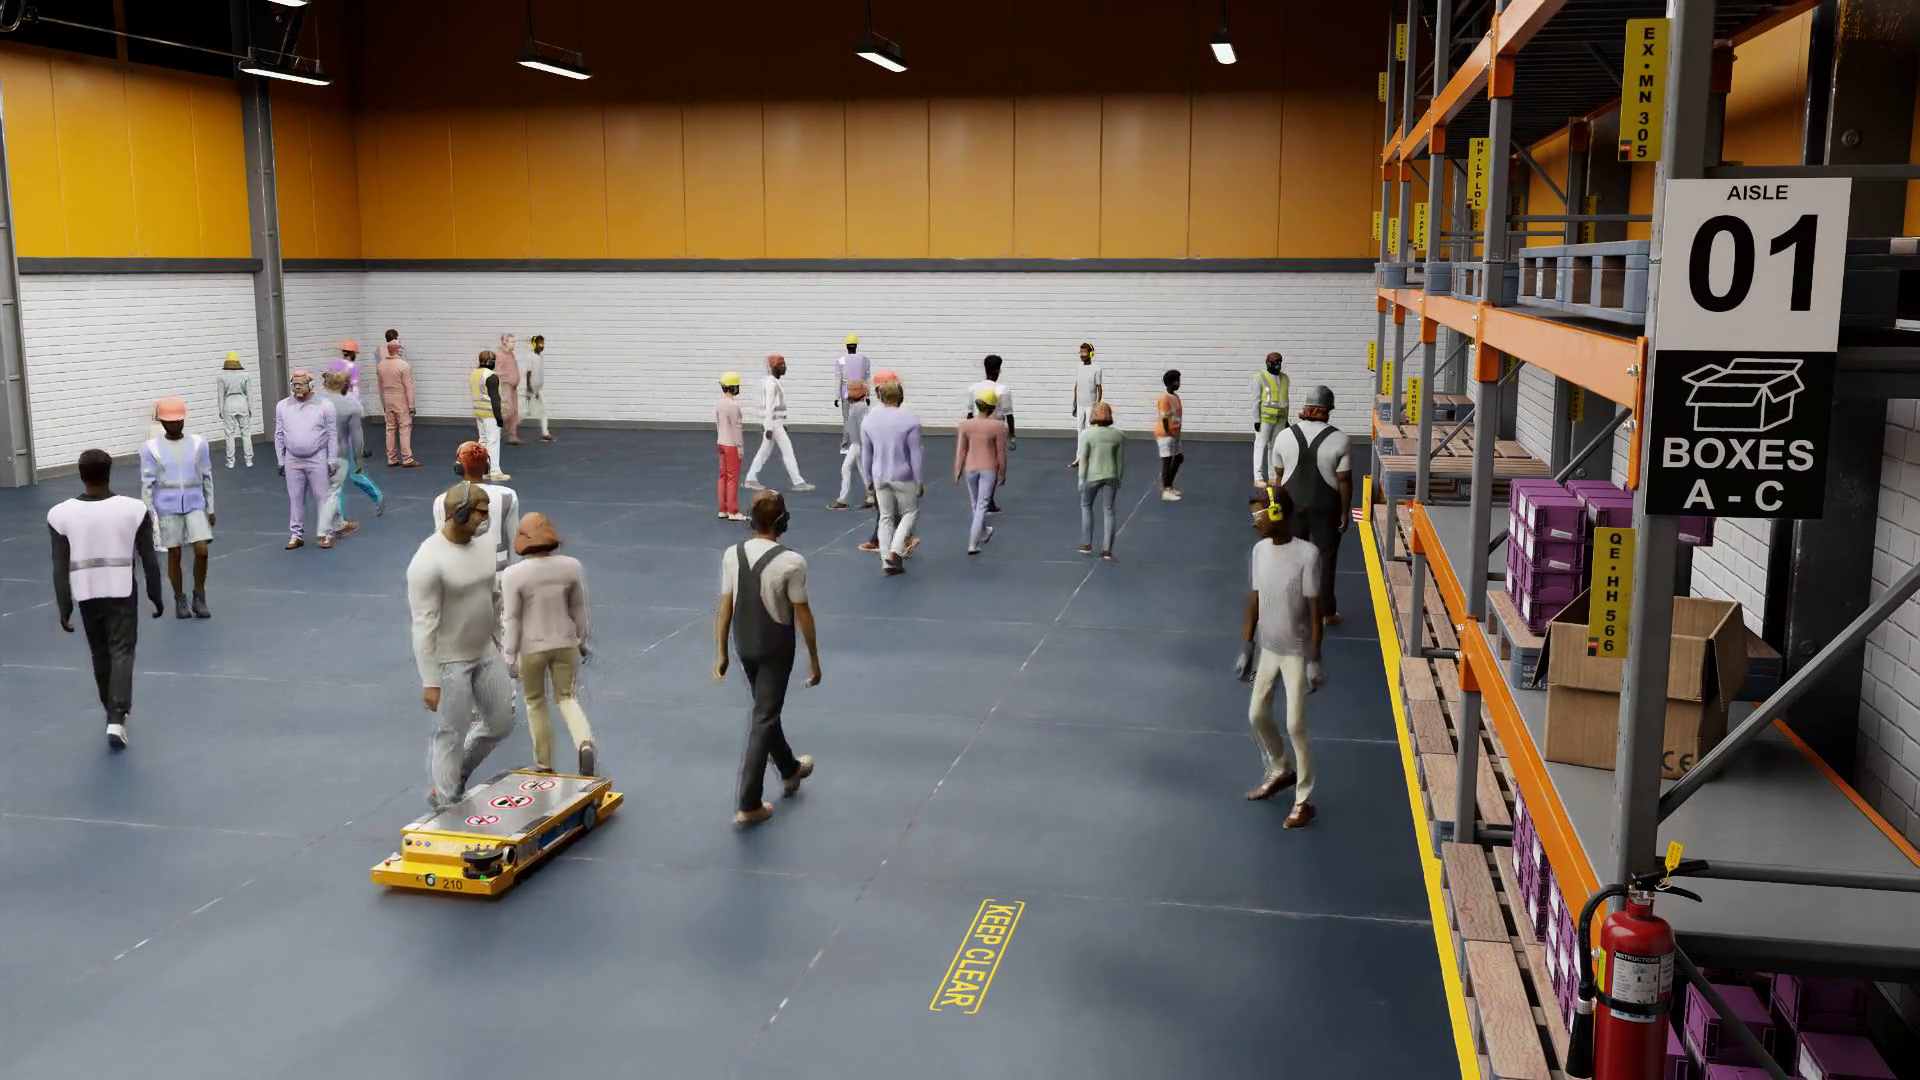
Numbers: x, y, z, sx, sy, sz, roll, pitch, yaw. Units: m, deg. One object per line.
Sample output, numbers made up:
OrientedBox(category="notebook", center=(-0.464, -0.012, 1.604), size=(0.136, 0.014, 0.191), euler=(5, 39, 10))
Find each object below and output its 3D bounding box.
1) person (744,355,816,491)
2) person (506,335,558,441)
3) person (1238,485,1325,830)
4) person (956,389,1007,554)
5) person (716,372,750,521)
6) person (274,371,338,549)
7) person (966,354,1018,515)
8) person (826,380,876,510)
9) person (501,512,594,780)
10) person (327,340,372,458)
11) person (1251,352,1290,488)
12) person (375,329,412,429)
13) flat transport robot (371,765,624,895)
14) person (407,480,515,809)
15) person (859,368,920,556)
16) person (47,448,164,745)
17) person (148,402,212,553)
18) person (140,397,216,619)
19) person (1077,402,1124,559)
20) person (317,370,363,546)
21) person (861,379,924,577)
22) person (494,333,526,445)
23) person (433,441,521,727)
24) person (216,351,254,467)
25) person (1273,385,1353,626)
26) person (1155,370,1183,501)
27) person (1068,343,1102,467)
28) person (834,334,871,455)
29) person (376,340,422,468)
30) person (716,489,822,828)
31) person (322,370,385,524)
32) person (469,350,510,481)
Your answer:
OrientedBox(category="person", center=(-2.471, -1.560, 22.263), size=(0.973, 1.835, 0.596), euler=(0, 9, -2))
OrientedBox(category="person", center=(-7.361, -2.605, 28.544), size=(0.846, 1.834, 0.537), euler=(3, 10, 17))
OrientedBox(category="person", center=(1.829, 0.621, 9.099), size=(0.438, 1.841, 0.609), euler=(-7, 12, -35))
OrientedBox(category="person", center=(0.257, -0.739, 17.639), size=(0.532, 1.705, 0.914), euler=(4, 10, 22))
OrientedBox(category="person", center=(-2.711, -1.111, 19.734), size=(0.308, 1.769, 0.524), euler=(-6, 11, -34))
OrientedBox(category="person", center=(-6.972, -0.850, 17.738), size=(0.643, 1.908, 0.408), euler=(-1, 9, -7))
OrientedBox(category="person", center=(0.400, -1.281, 20.196), size=(0.618, 1.947, 0.540), euler=(6, 11, 34))
OrientedBox(category="person", center=(-1.370, -1.168, 20.568), size=(0.744, 1.607, 0.508), euler=(-1, 9, -7))
OrientedBox(category="person", center=(-2.362, 0.641, 9.633), size=(0.522, 1.608, 0.594), euler=(-7, 12, -38))
OrientedBox(category="person", center=(-9.504, -2.134, 25.650), size=(0.563, 1.864, 0.961), euler=(6, 11, 32))
OrientedBox(category="person", center=(4.251, -1.636, 22.668), size=(0.621, 1.845, 0.430), euler=(-5, 11, -29))
OrientedBox(category="person", center=(-10.394, -2.945, 30.555), size=(0.621, 1.845, 0.429), euler=(2, 10, 10))
OrientedBox(category="flat transport robot", center=(-2.361, 1.476, 8.643), size=(0.652, 0.197, 1.431), euler=(2, 10, 14))
OrientedBox(category="person", center=(-2.613, 0.645, 8.678), size=(0.401, 1.921, 0.702), euler=(4, 10, 24))
OrientedBox(category="person", center=(-0.732, -0.806, 17.292), size=(0.861, 1.969, 0.632), euler=(6, 11, 32))
OrientedBox(category="person", center=(-5.450, 0.351, 10.630), size=(0.600, 1.884, 0.997), euler=(-3, 10, -19))
OrientedBox(category="person", center=(-8.302, -0.679, 17.652), size=(0.518, 1.596, 0.849), euler=(7, 11, 34))
OrientedBox(category="person", center=(-6.612, -0.255, 14.114), size=(0.582, 1.912, 0.630), euler=(-6, 11, -33))
OrientedBox(category="person", center=(1.442, -0.633, 17.306), size=(0.531, 1.605, 0.675), euler=(-3, 10, -15))
OrientedBox(category="person", center=(-6.819, -0.891, 18.072), size=(0.691, 1.884, 0.903), euler=(2, 10, 9))
OrientedBox(category="person", center=(-0.637, -0.594, 16.137), size=(0.654, 1.923, 0.425), euler=(4, 10, 22))
OrientedBox(category="person", center=(-7.598, -2.506, 27.751), size=(0.523, 1.891, 0.661), euler=(1, 9, 7))
OrientedBox(category="person", center=(-3.167, 0.289, 10.951), size=(0.575, 1.882, 0.355), euler=(-7, 12, -38))
OrientedBox(category="person", center=(-10.863, -1.957, 24.916), size=(0.484, 1.737, 0.318), euler=(-6, 11, -34))
OrientedBox(category="person", center=(2.998, -0.302, 14.031), size=(0.677, 2.000, 0.535), euler=(5, 11, 28))
OrientedBox(category="person", center=(2.705, -1.342, 21.358), size=(0.364, 1.697, 0.544), euler=(5, 11, 30))
OrientedBox(category="person", center=(1.878, -1.994, 24.737), size=(0.518, 1.873, 0.328), euler=(8, 12, 40))
OrientedBox(category="person", center=(-1.719, -2.316, 26.516), size=(0.595, 1.923, 0.372), euler=(-3, 10, -19))
OrientedBox(category="person", center=(-8.379, -2.034, 24.860), size=(0.641, 1.913, 0.407), euler=(5, 10, 25))
OrientedBox(category="person", center=(-0.993, 0.614, 9.199), size=(0.545, 1.806, 0.922), euler=(5, 11, 29))
OrientedBox(category="person", center=(-7.202, -1.113, 19.622), size=(0.625, 1.809, 0.828), euler=(5, 10, 26))
OrientedBox(category="person", center=(-6.623, -1.746, 23.376), size=(0.428, 1.833, 0.626), euler=(-8, 13, -41))
